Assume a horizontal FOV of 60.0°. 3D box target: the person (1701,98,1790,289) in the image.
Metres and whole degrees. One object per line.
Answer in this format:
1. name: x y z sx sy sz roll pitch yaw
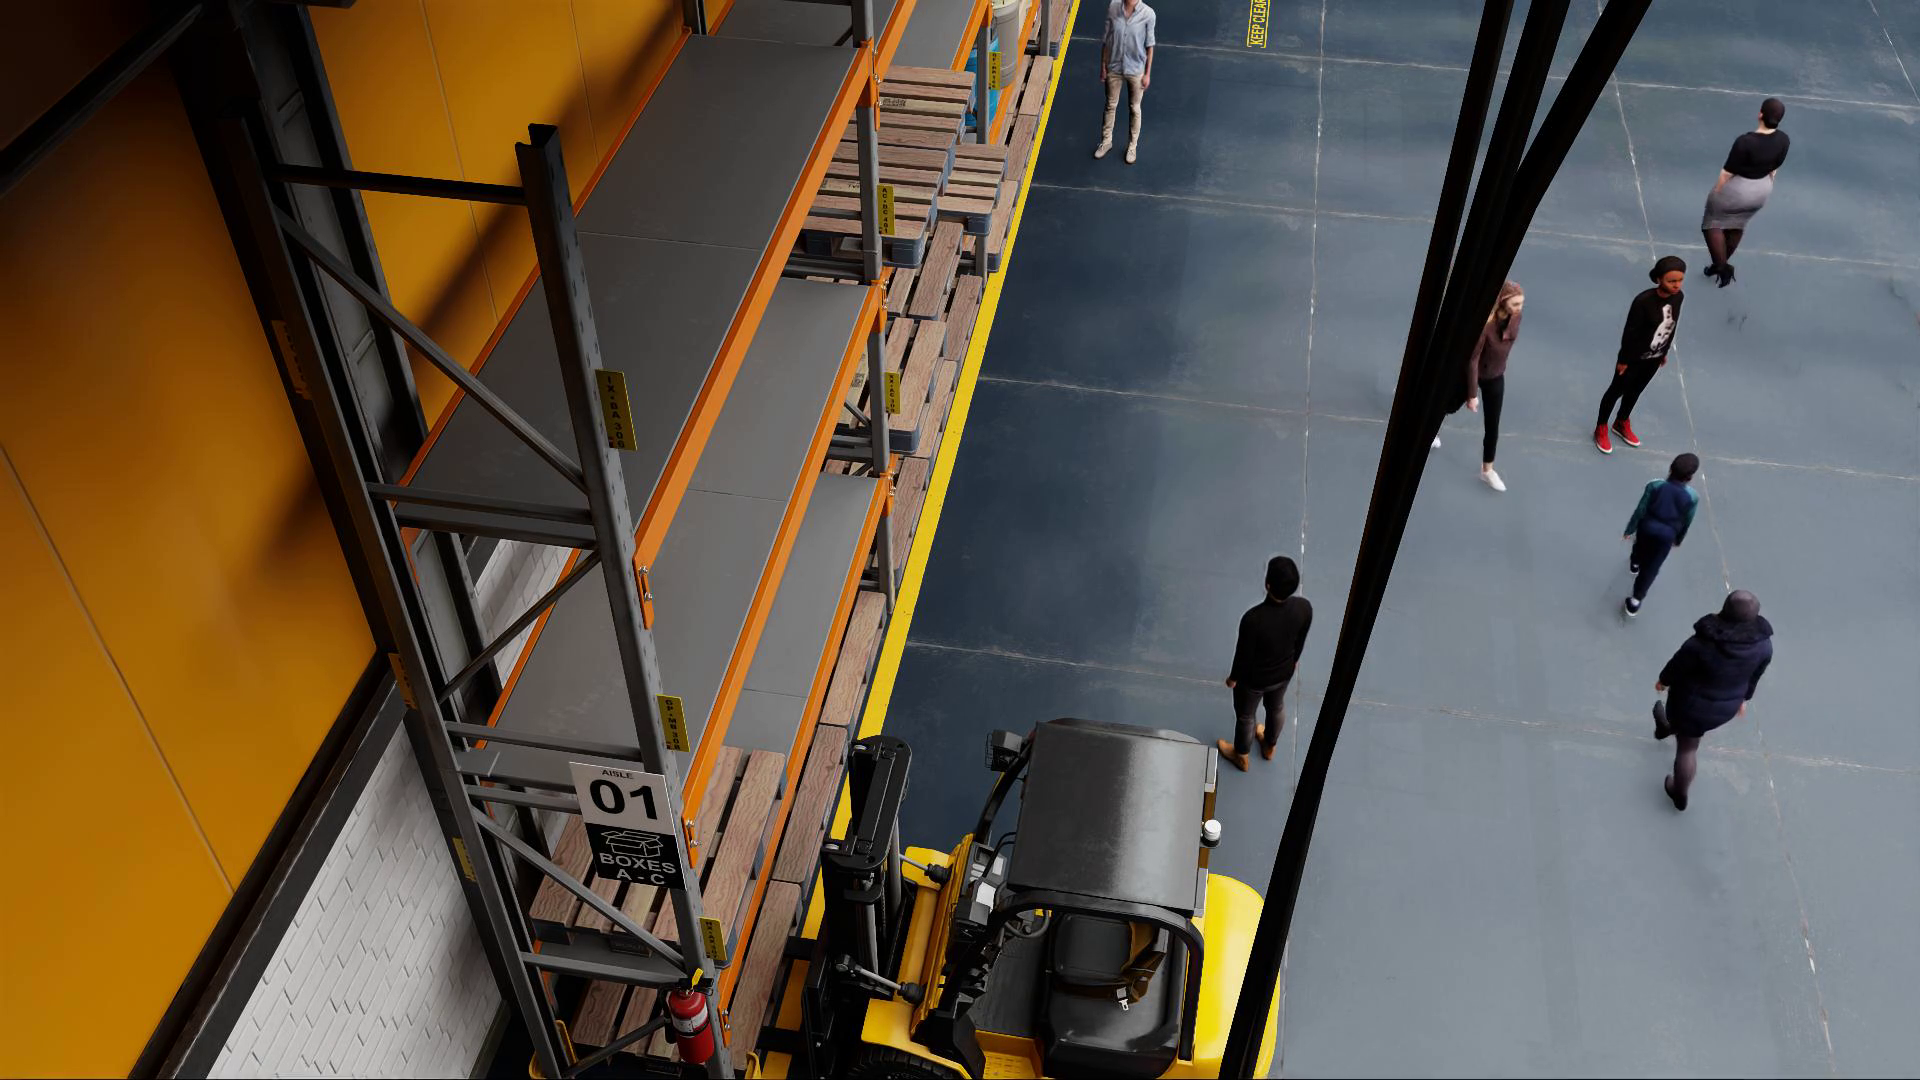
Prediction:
1. person: 6.577 -2.835 13.922 0.792 1.745 0.925 -5 44 -5

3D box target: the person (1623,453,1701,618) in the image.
1. person: 4.742 -0.028 11.350 0.742 1.228 0.978 19 47 19

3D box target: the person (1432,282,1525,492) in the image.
1. person: 3.779 -1.228 12.294 1.005 1.663 1.194 -17 46 -17

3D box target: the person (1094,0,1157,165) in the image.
1. person: 1.553 -4.410 15.502 0.679 1.846 0.575 13 45 13

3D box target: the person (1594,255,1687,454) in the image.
1. person: 5.111 -1.409 12.477 0.681 1.675 0.694 -13 45 -13

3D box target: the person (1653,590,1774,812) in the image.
1. person: 4.491 1.003 9.970 0.808 1.639 1.070 -1 44 -1

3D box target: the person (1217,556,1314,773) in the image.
1. person: 1.870 0.762 10.163 0.727 1.723 0.732 -16 46 -16
